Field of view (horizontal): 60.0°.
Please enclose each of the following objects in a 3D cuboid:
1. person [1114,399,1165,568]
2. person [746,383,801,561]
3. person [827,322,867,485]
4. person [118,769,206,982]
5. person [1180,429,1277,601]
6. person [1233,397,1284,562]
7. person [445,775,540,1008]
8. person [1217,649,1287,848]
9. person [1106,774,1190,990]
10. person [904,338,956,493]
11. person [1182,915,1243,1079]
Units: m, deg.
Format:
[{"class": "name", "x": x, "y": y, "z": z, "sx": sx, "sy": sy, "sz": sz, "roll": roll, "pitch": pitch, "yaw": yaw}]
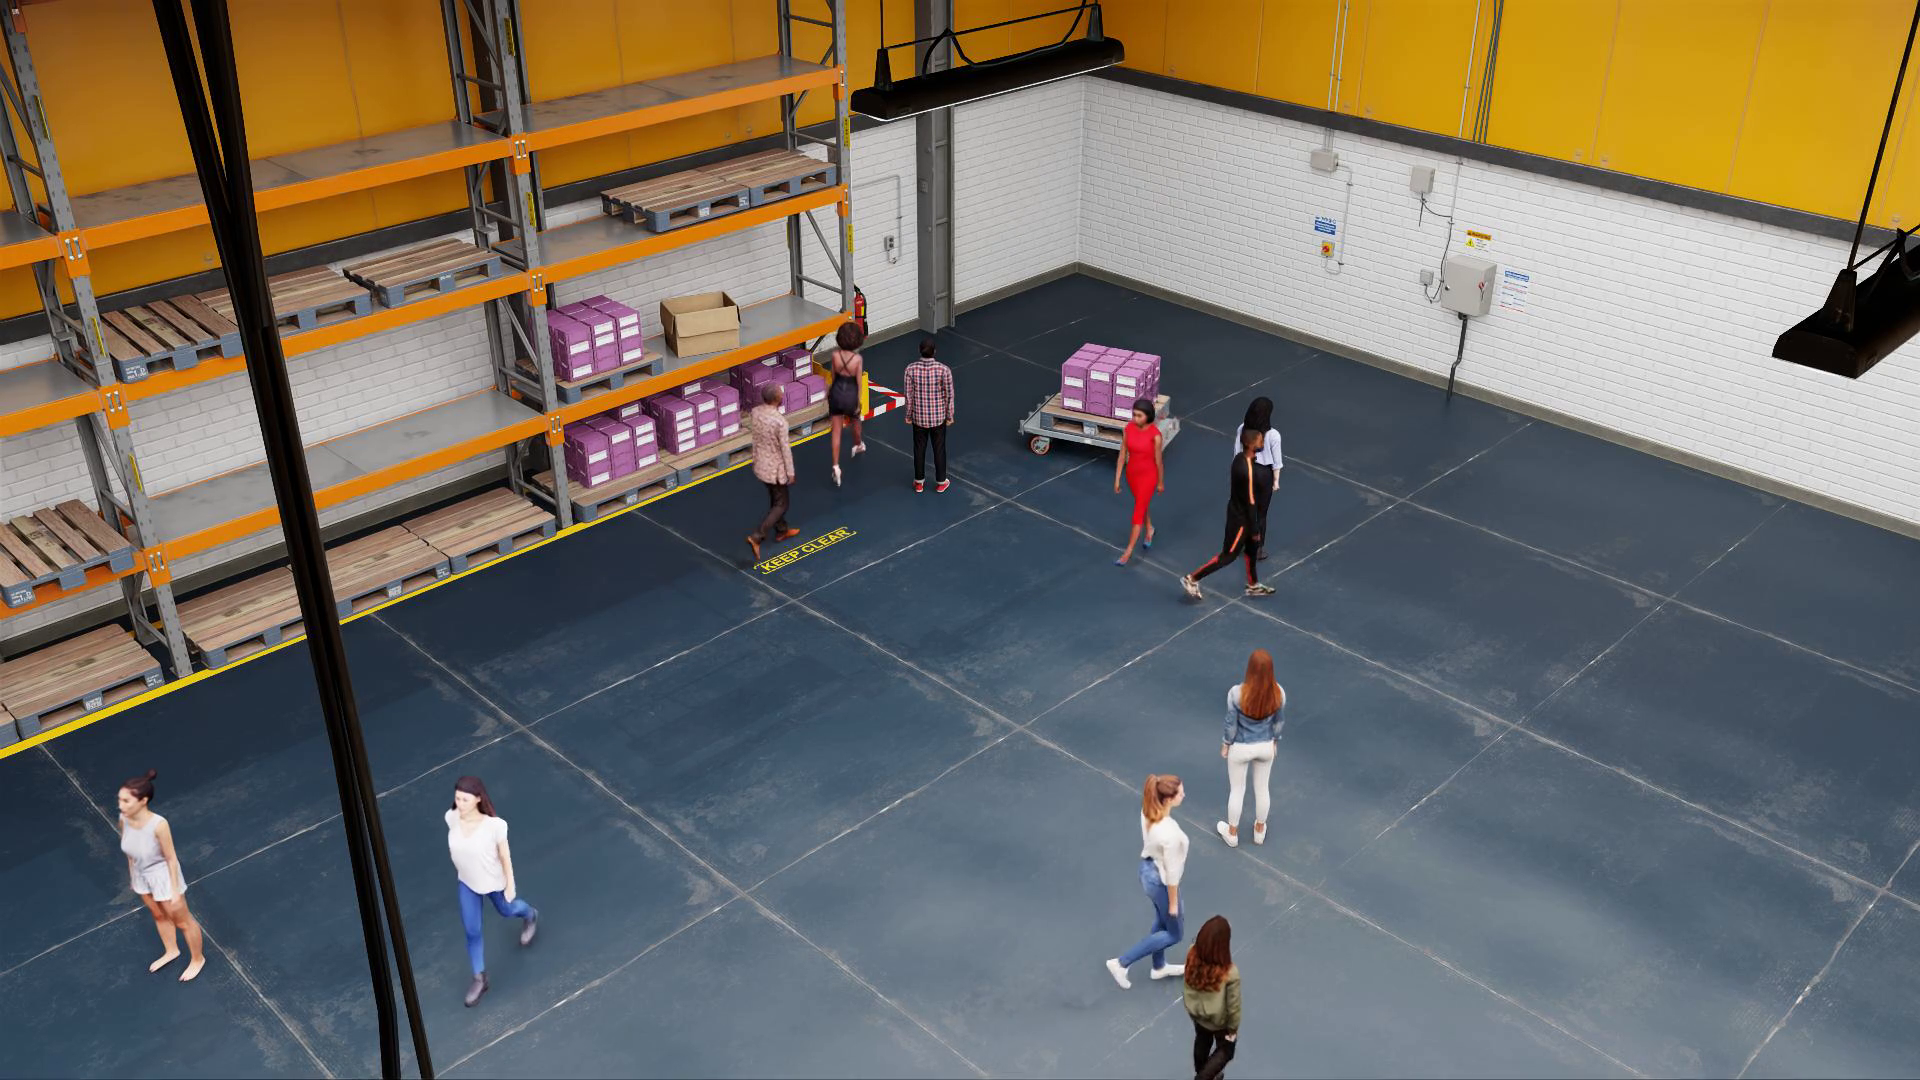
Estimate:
[{"class": "person", "x": 1.833, "y": -0.612, "z": 16.443, "sx": 0.719, "sy": 1.699, "sz": 1.146, "roll": 18, "pitch": 33, "yaw": 30}, {"class": "person", "x": -1.912, "y": -0.677, "z": 16.474, "sx": 0.689, "sy": 1.782, "sz": 1.017, "roll": 26, "pitch": 38, "yaw": 38}, {"class": "person", "x": -1.259, "y": -1.425, "z": 17.905, "sx": 0.995, "sy": 1.726, "sz": 1.171, "roll": 4, "pitch": 29, "yaw": 7}, {"class": "person", "x": -5.425, "y": 2.272, "z": 11.258, "sx": 0.648, "sy": 1.601, "sz": 0.662, "roll": 12, "pitch": 31, "yaw": 20}, {"class": "person", "x": 2.535, "y": -0.198, "z": 15.606, "sx": 1.204, "sy": 1.772, "sz": 1.137, "roll": 0, "pitch": 29, "yaw": 1}, {"class": "person", "x": 2.908, "y": -0.609, "z": 16.390, "sx": 0.705, "sy": 1.744, "sz": 0.639, "roll": 16, "pitch": 32, "yaw": 27}, {"class": "person", "x": -3.150, "y": 2.264, "z": 11.221, "sx": 0.977, "sy": 1.650, "sz": 1.186, "roll": 7, "pitch": 29, "yaw": 12}, {"class": "person", "x": 2.189, "y": 1.562, "z": 12.452, "sx": 0.661, "sy": 1.703, "sz": 0.746, "roll": -3, "pitch": 29, "yaw": -5}, {"class": "person", "x": 1.263, "y": 2.309, "z": 11.076, "sx": 0.969, "sy": 1.710, "sz": 0.869, "roll": -6, "pitch": 29, "yaw": -11}, {"class": "person", "x": -0.329, "y": -1.334, "z": 17.700, "sx": 0.781, "sy": 1.761, "sz": 0.832, "roll": 1, "pitch": 29, "yaw": 2}, {"class": "person", "x": 1.499, "y": 2.927, "z": 10.199, "sx": 0.741, "sy": 1.465, "sz": 0.588, "roll": -25, "pitch": 37, "yaw": -38}]
